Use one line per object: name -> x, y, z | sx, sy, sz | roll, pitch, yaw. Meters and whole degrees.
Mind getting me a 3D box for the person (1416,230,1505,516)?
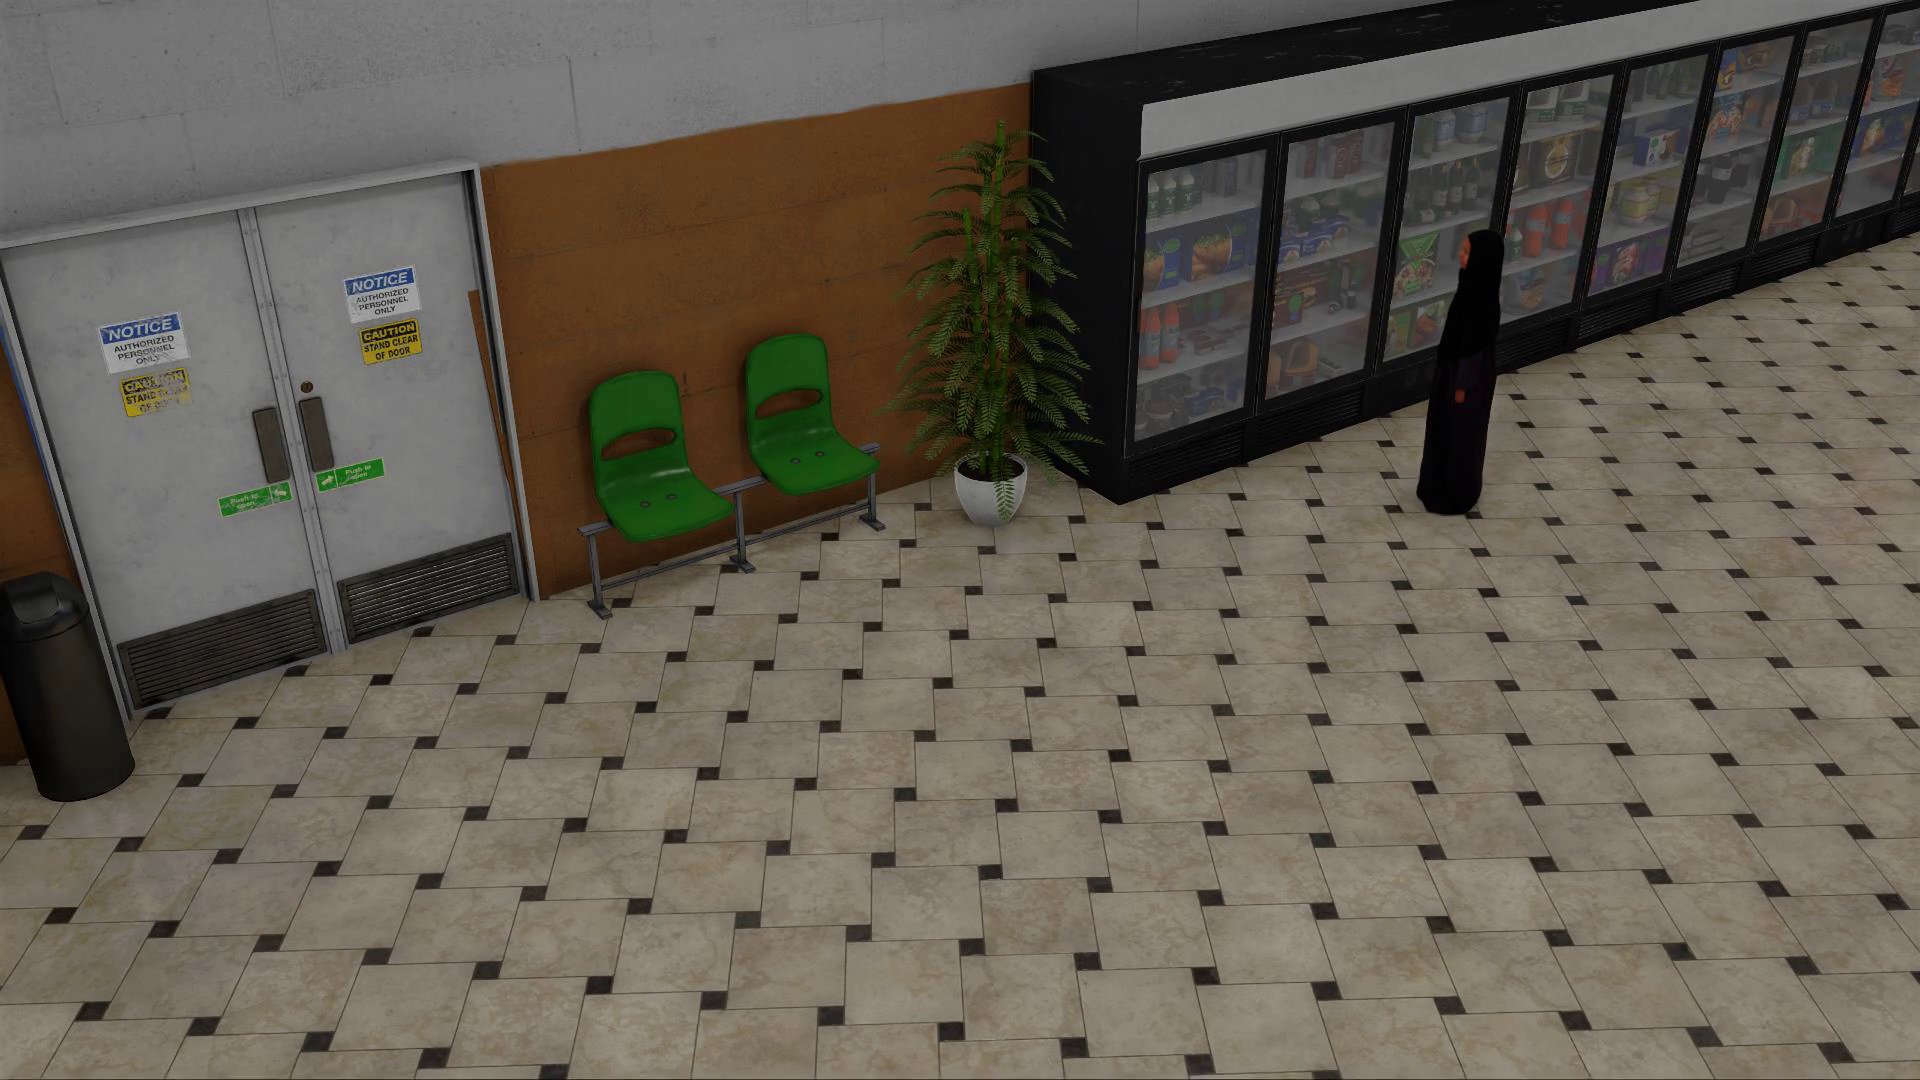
person -> 2.813, -0.938, 9.216 | 0.781, 1.614, 0.726 | 6, 29, 11
